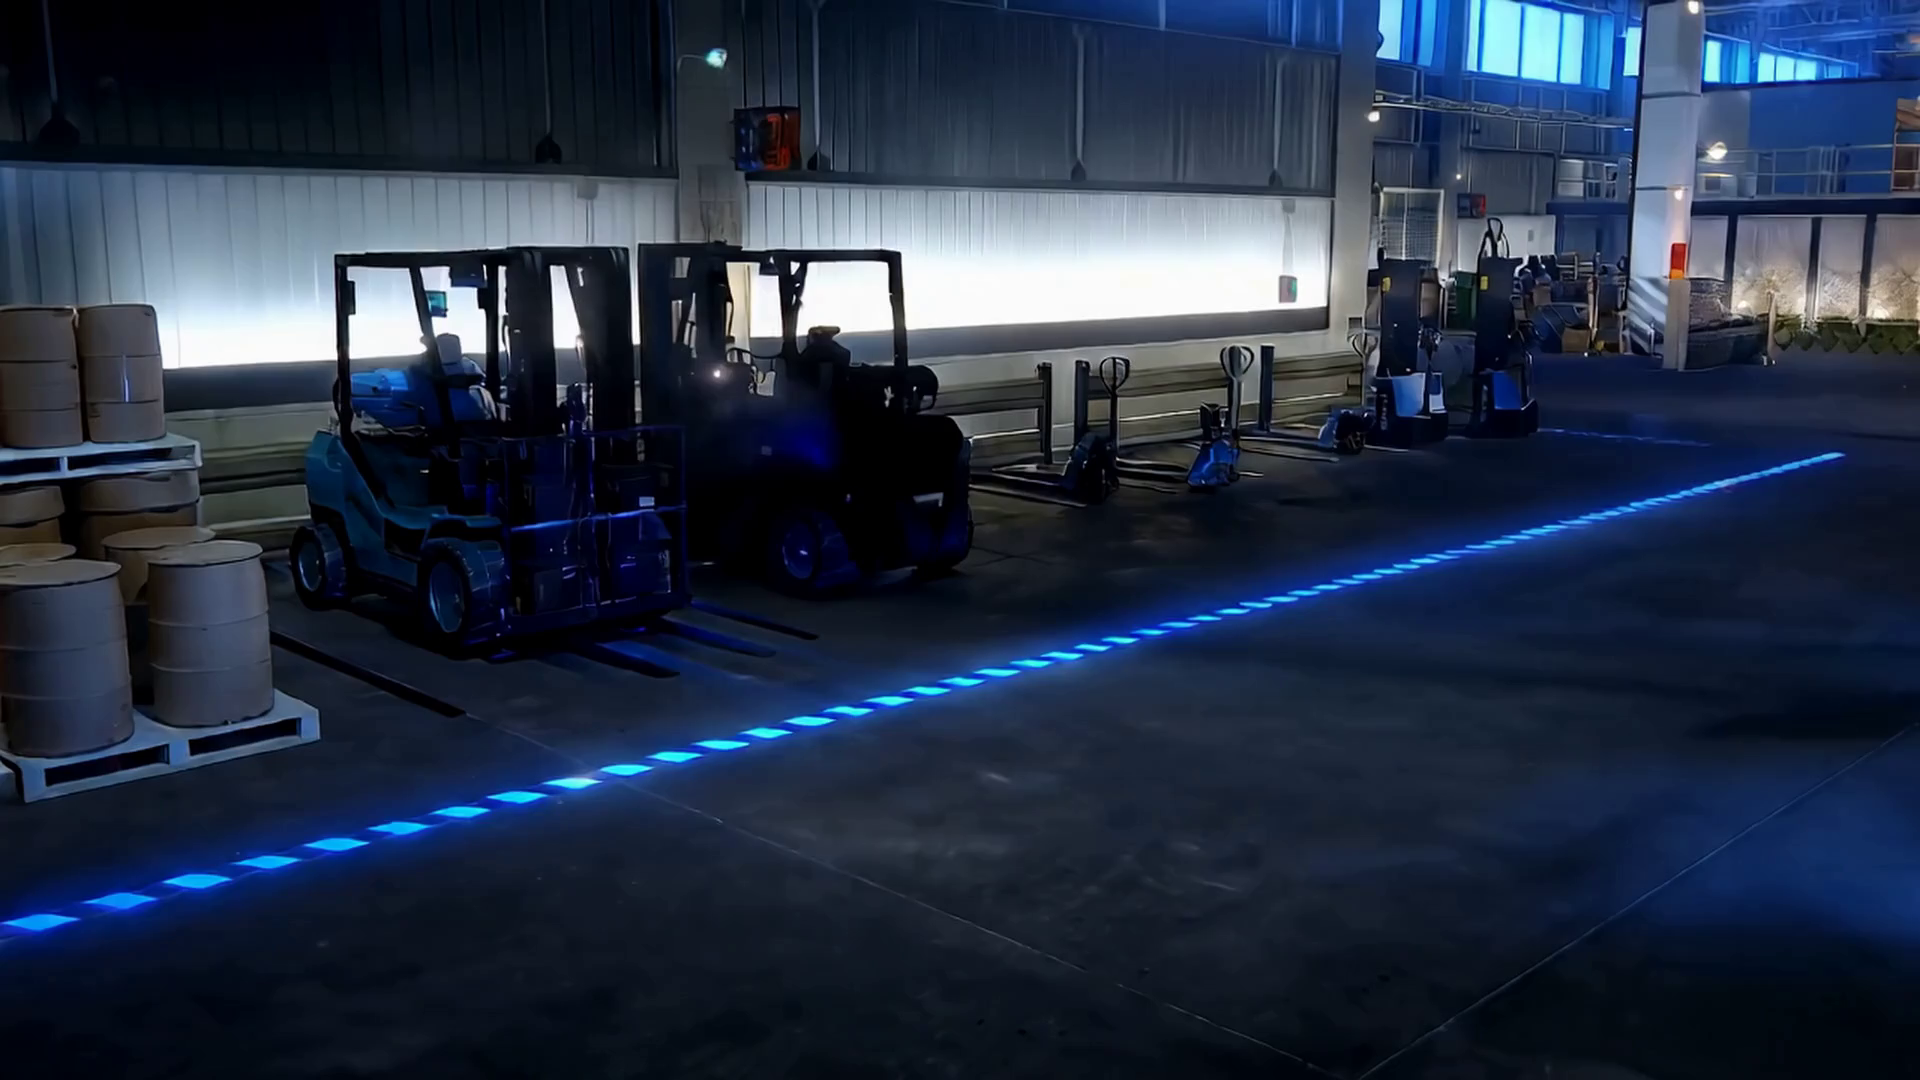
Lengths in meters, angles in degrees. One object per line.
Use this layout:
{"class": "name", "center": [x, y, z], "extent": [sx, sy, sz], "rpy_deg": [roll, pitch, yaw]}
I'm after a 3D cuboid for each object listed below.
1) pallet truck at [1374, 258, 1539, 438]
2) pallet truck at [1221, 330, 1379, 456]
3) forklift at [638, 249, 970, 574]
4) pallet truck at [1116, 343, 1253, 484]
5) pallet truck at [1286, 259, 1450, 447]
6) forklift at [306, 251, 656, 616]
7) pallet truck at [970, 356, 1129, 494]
{"class": "pallet truck", "center": [5.704, -2.208, 18.901], "extent": [1.885, 1.965, 0.823], "rpy_deg": [10, 14, 43]}
{"class": "pallet truck", "center": [3.563, -1.581, 17.381], "extent": [0.653, 1.274, 1.630], "rpy_deg": [-10, 14, -44]}
{"class": "forklift", "center": [-1.173, -0.958, 11.239], "extent": [2.680, 1.987, 1.157], "rpy_deg": [10, 14, 43]}
{"class": "pallet truck", "center": [1.962, -1.215, 15.415], "extent": [1.522, 1.261, 0.704], "rpy_deg": [10, 14, 43]}
{"class": "pallet truck", "center": [4.493, -2.078, 18.196], "extent": [0.823, 1.965, 1.885], "rpy_deg": [-9, 14, -40]}
{"class": "forklift", "center": [-2.833, -0.669, 9.694], "extent": [1.157, 1.987, 2.680], "rpy_deg": [-10, 14, -44]}
{"class": "pallet truck", "center": [0.784, -1.085, 14.876], "extent": [0.680, 1.201, 1.601], "rpy_deg": [-10, 14, -44]}
